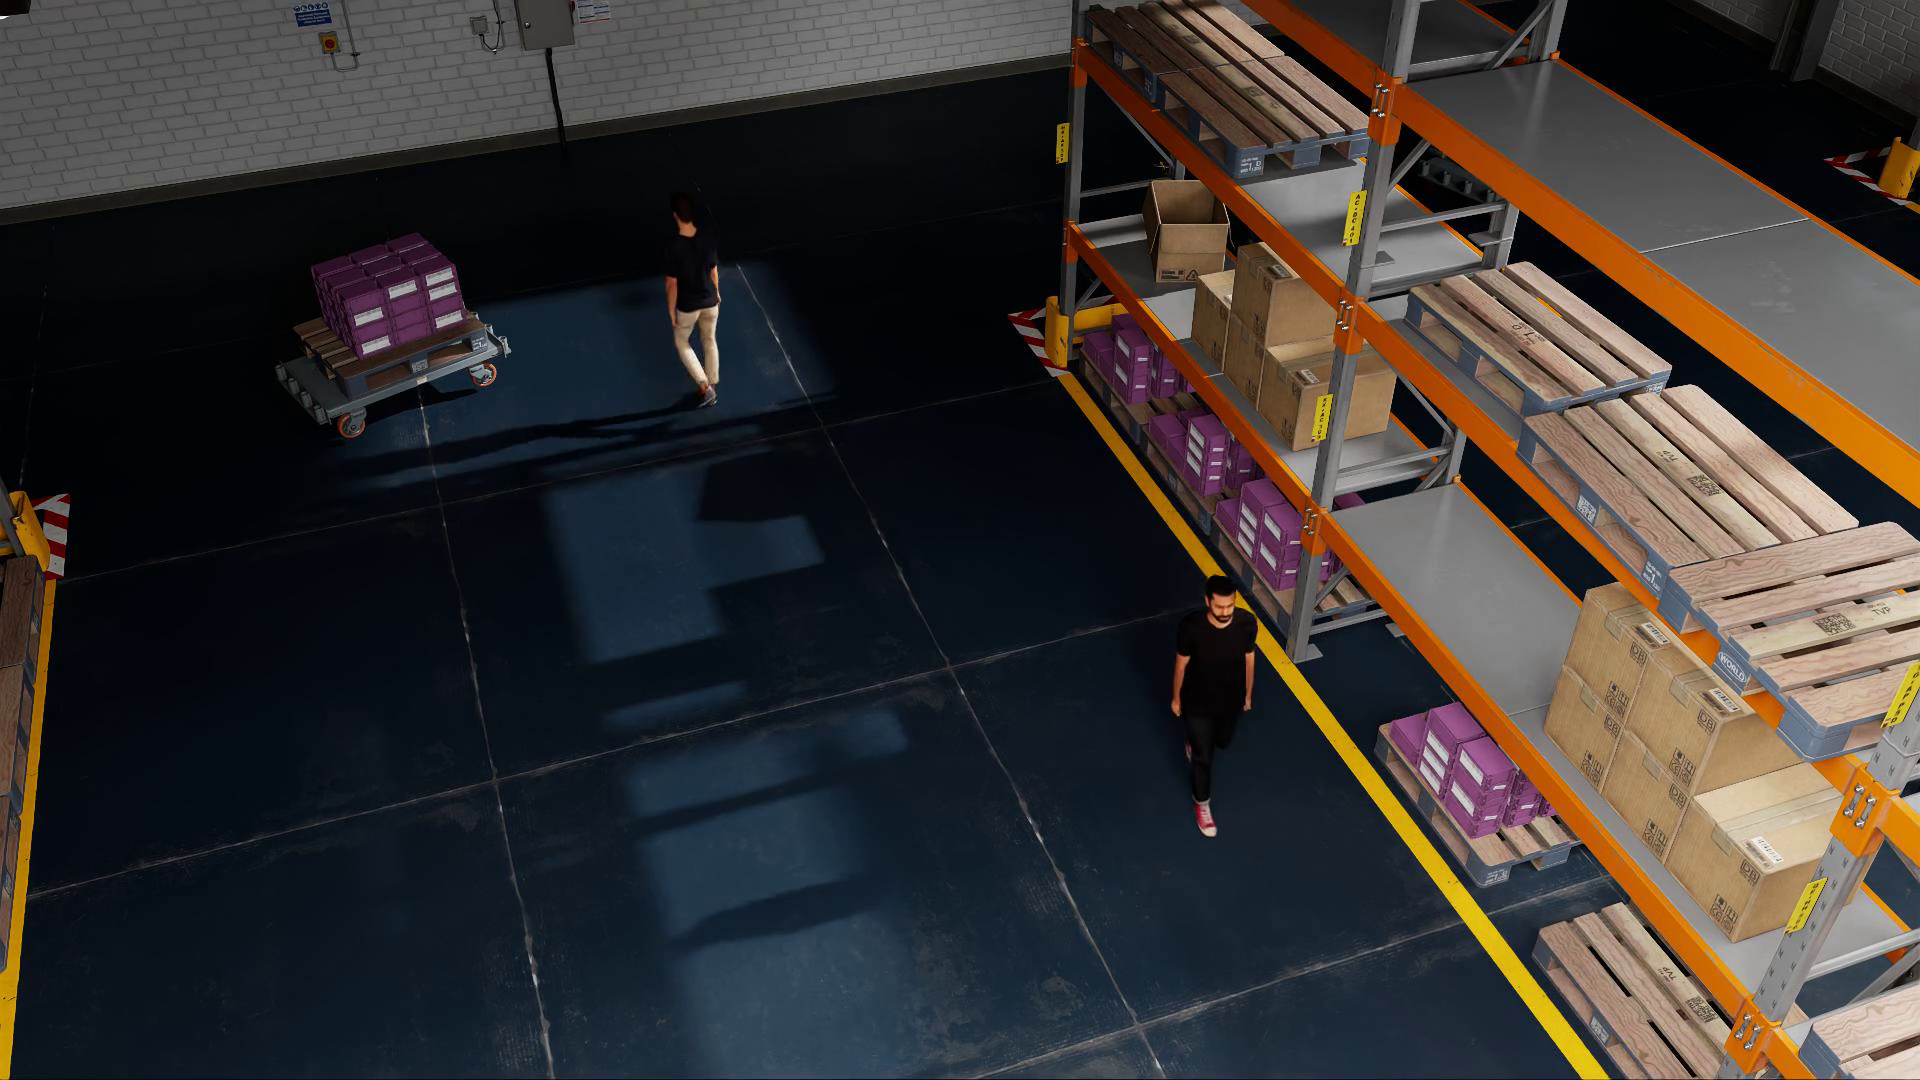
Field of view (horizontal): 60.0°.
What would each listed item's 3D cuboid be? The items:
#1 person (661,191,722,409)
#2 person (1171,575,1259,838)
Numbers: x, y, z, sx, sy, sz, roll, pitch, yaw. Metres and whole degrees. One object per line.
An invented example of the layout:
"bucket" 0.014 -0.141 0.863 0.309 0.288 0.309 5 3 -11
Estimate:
"person" -2.022 -1.802 12.982 0.718 1.838 0.810 -21 43 -24
"person" 1.460 0.864 9.725 0.738 1.736 1.074 -7 39 -8
